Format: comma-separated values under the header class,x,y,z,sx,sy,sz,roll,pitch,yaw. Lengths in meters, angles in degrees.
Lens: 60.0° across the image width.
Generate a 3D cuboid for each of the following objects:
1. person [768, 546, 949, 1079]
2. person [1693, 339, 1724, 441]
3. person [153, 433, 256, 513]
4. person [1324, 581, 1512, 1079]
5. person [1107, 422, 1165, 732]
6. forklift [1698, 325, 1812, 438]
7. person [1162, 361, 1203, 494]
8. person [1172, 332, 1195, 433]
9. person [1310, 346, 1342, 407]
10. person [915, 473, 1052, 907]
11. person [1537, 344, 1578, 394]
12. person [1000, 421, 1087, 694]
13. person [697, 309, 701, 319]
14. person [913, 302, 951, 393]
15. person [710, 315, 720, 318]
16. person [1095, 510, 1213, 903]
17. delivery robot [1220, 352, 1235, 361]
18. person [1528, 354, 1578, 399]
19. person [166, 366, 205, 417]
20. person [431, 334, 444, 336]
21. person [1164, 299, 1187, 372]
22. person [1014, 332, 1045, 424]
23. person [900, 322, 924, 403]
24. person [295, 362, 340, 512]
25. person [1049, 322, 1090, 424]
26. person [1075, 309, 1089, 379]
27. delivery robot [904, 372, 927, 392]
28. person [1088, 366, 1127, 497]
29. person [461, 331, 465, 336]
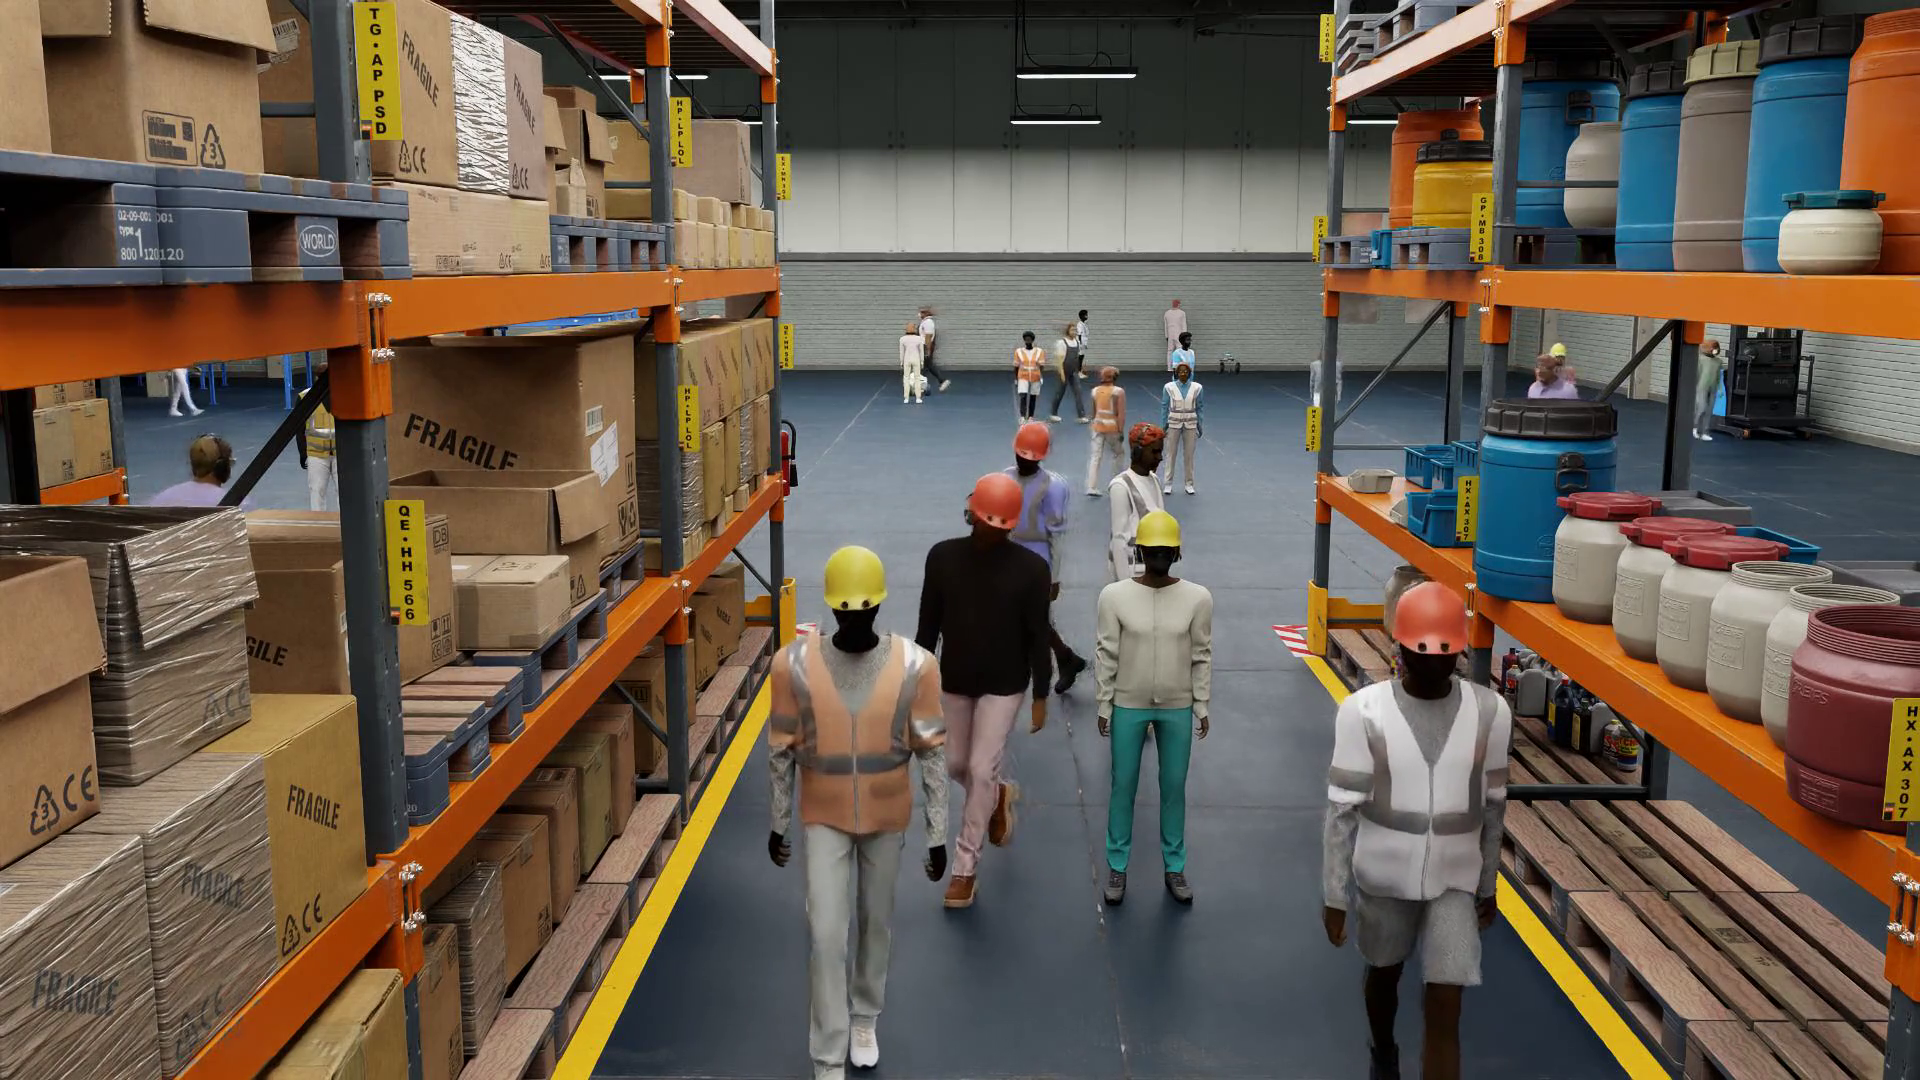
class,x,y,z,sx,sy,sz,roll,pitch,yaw
person,-0.344,0.973,5.631,0.620,1.893,0.856,-1,10,-5
person,12.013,-2.405,26.682,0.529,1.617,0.343,-2,10,-12
person,-4.096,0.378,9.113,0.650,1.927,0.563,2,10,14
person,1.422,1.056,5.193,0.571,1.879,1.008,1,10,7
person,1.094,0.220,10.191,0.351,1.887,0.574,5,11,27
forklift,13.248,-3.165,27.620,1.129,2.768,1.873,0,9,1
person,2.747,-1.387,20.552,0.516,1.640,0.314,0,9,1
person,3.763,-2.659,27.997,0.537,1.695,0.321,-9,13,-44
person,5.733,-2.282,26.047,0.505,1.601,0.801,4,10,21
person,0.128,0.631,7.621,0.652,1.945,0.808,4,10,21
person,8.329,-1.870,23.194,0.540,1.718,0.900,-1,9,-3
person,0.484,0.143,10.737,0.949,1.873,0.585,-8,12,-40
person,-5.715,-4.077,35.792,0.627,1.933,0.375,-5,11,-26
person,-0.692,-4.222,36.463,0.933,2.000,0.689,0,9,2
person,-4.368,-3.007,29.443,0.441,1.921,0.550,1,10,8
person,0.864,0.740,7.426,0.525,1.772,0.309,0,9,-2
delivery robot,6.938,-4.754,43.035,0.335,0.223,0.698,4,10,22
person,6.207,-1.015,17.587,0.437,1.890,0.664,-6,11,-30
person,-14.382,-3.183,30.793,0.961,1.818,0.500,3,10,20
person,-8.384,-2.498,26.828,0.533,1.767,0.327,1,10,7
person,5.637,-5.320,43.315,0.642,1.909,0.410,7,12,36
person,1.203,-2.745,28.636,0.539,1.655,0.819,0,9,-2
person,-0.977,-3.600,33.815,0.500,1.636,0.282,0,9,3
person,-6.419,-0.885,16.941,0.625,1.844,0.429,-4,10,-25
person,1.929,-2.979,29.641,0.535,1.798,0.970,-7,12,-36
person,3.008,-4.840,41.062,0.319,1.696,0.538,3,10,17
delivery robot,-0.963,-3.430,35.879,0.477,0.478,0.707,-3,10,-19
person,1.826,-1.338,20.400,0.524,1.584,0.895,7,12,36
person,-8.821,-3.037,29.852,0.589,1.828,0.621,0,9,3
